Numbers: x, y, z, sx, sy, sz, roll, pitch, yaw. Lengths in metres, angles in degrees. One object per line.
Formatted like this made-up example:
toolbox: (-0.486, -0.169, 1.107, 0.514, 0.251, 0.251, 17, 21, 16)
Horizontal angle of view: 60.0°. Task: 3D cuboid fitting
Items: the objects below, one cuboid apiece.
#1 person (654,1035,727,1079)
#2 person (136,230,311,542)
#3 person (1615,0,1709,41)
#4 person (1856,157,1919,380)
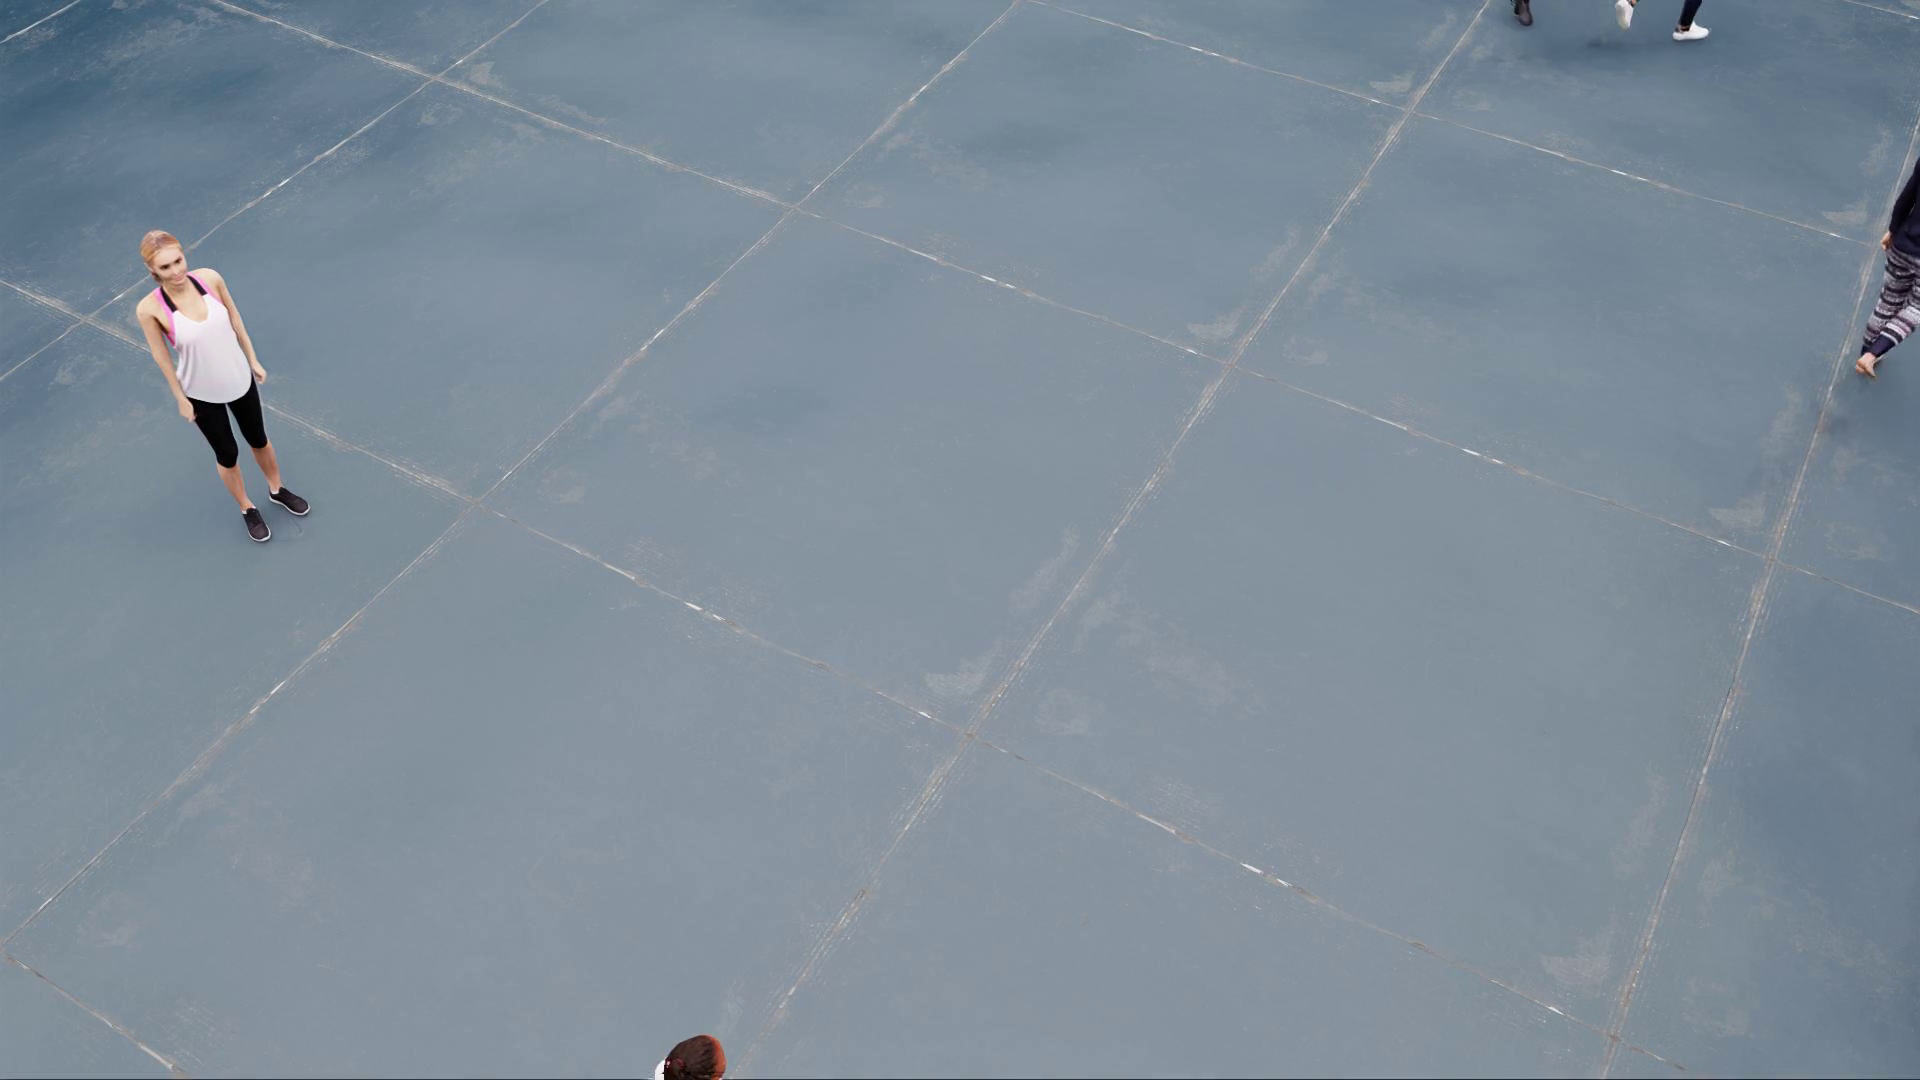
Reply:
person: (-0.886, 2.106, 5.643, 0.612, 1.436, 0.683, 33, 55, 26)
person: (-3.595, -0.753, 8.046, 0.582, 1.788, 0.640, 33, 55, 26)
person: (4.963, -4.111, 11.270, 1.042, 1.612, 0.932, -6, 48, -6)
person: (5.084, -1.515, 8.794, 0.794, 1.725, 0.731, -33, 55, -27)
